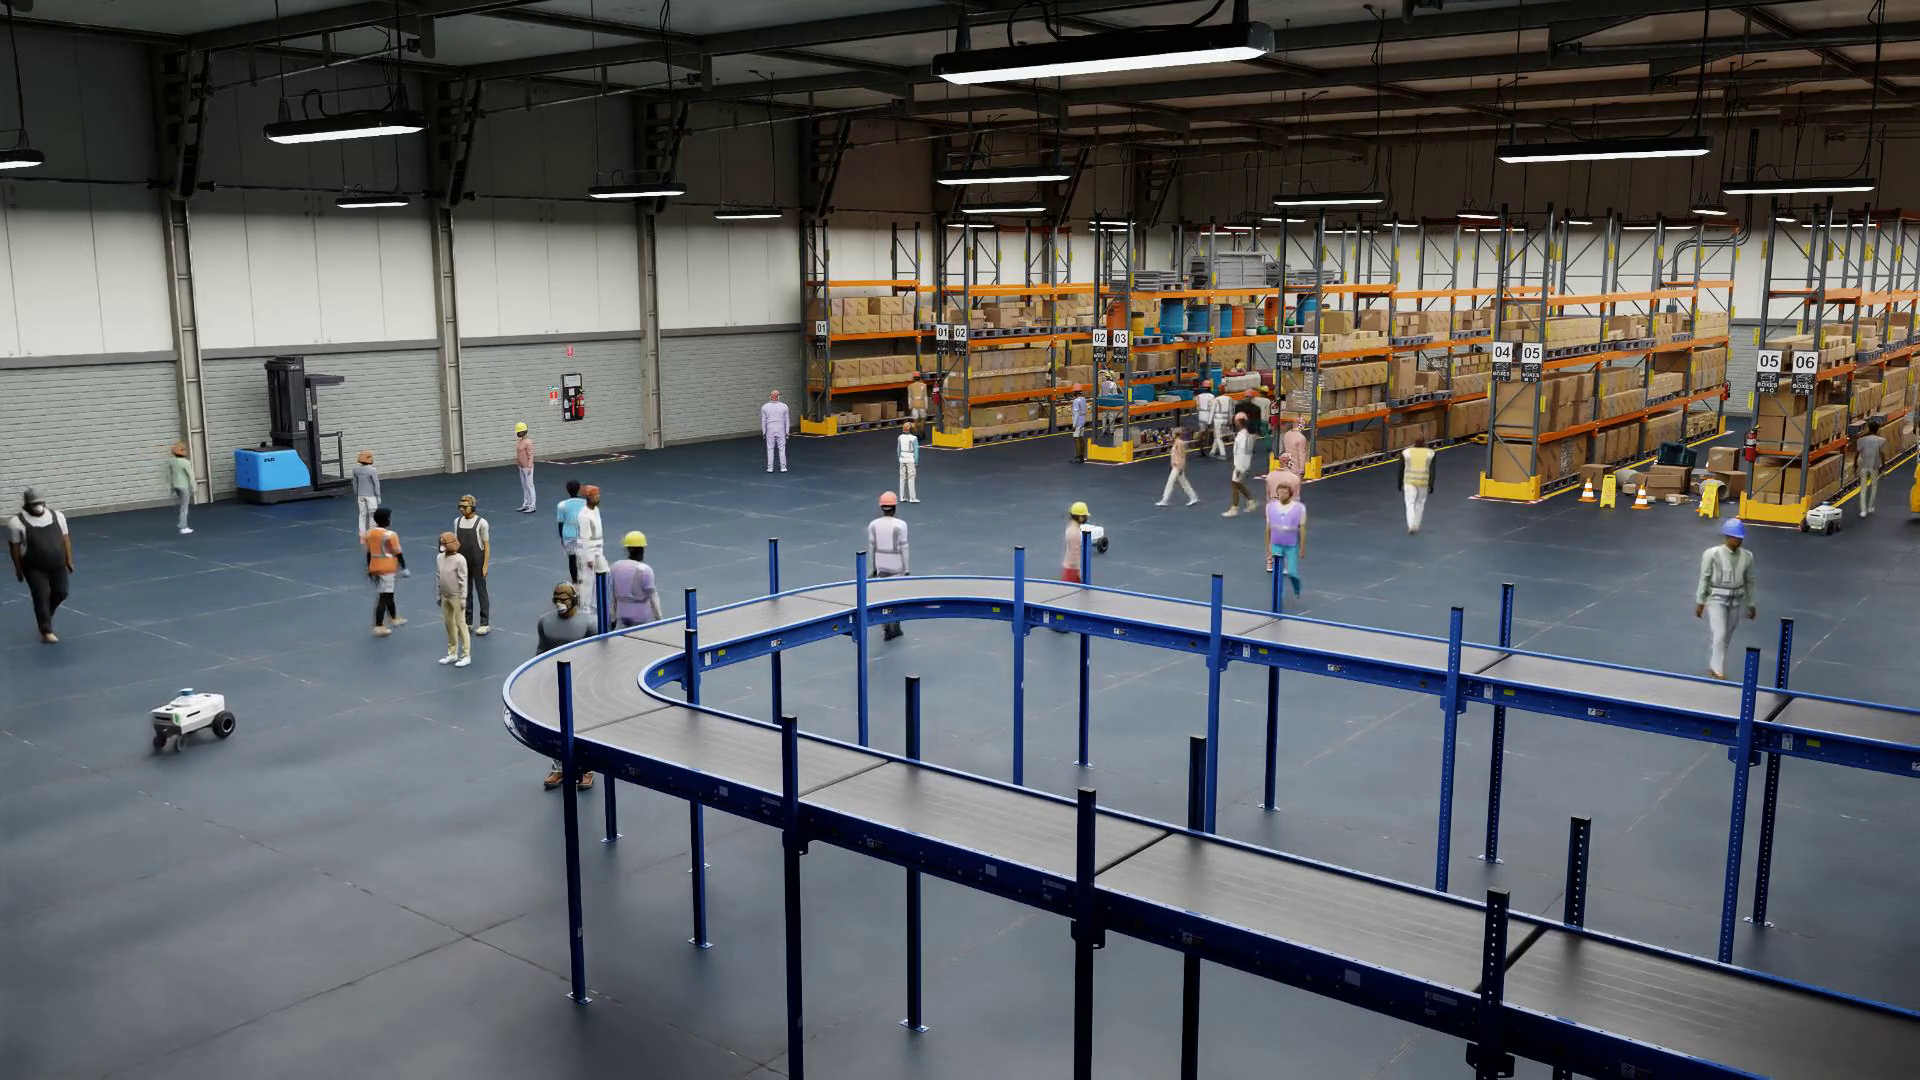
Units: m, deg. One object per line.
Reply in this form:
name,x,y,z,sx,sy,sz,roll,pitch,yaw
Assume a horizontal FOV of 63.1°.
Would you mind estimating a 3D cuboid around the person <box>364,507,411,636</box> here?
person,-7.486,0.394,20.555,0.550,1.669,0.767,6,12,31

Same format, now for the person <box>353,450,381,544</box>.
person,-10.232,-0.740,27.029,0.508,1.632,0.265,3,11,17

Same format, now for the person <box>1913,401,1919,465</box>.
person,23.291,-2.717,37.645,0.634,1.824,0.733,8,13,39

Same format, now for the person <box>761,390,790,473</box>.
person,-4.271,-2.515,36.255,0.651,1.906,0.409,-1,10,-7

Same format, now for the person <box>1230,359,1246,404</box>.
person,8.771,-4.821,49.491,0.535,1.821,1.003,5,11,28

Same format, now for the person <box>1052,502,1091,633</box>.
person,1.614,0.370,20.525,0.875,1.727,0.546,2,10,11

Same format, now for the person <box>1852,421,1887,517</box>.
person,17.473,-1.382,30.086,0.544,1.825,0.927,6,12,31

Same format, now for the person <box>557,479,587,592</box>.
person,-5.648,-0.056,22.995,0.547,1.686,0.478,-1,10,-8

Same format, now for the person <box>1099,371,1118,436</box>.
person,4.195,-3.830,43.886,0.586,1.825,0.403,9,13,40

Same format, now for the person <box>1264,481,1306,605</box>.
person,4.557,0.073,21.896,0.564,1.834,0.500,5,11,28

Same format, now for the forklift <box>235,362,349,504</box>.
forklift,-13.803,-2.244,32.110,1.129,2.768,1.873,8,13,37

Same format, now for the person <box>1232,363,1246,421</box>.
person,8.709,-4.584,48.248,0.893,1.795,0.596,-8,13,-39

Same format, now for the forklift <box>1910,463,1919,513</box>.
forklift,19.034,-1.348,28.998,2.313,2.155,1.214,8,13,37

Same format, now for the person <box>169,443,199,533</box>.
person,-13.975,-0.940,28.194,0.517,1.620,0.456,5,11,26

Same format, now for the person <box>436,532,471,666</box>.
person,-6.131,0.706,18.912,0.497,1.630,0.270,6,12,32

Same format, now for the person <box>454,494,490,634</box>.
person,-6.400,0.317,20.488,0.507,1.846,0.344,3,10,16

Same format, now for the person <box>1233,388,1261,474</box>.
person,6.594,-2.495,35.922,0.645,1.981,0.470,4,11,20

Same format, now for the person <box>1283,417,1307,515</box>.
person,6.481,-1.420,30.119,0.404,1.900,0.640,-4,11,-21

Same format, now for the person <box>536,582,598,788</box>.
person,-3.617,1.336,14.488,0.627,1.940,0.371,2,10,10

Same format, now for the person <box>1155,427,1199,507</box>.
person,4.367,-1.461,31.194,0.861,1.596,0.532,1,10,5

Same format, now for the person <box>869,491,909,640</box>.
person,-0.899,0.332,20.162,0.580,1.926,0.390,5,11,24

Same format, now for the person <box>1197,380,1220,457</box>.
person,6.247,-3.051,39.235,0.573,1.913,0.764,10,14,44

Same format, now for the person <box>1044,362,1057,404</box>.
person,2.740,-4.479,47.516,0.403,1.833,0.591,-8,13,-39

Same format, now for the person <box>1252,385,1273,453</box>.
person,7.714,-3.092,40.023,0.526,1.723,0.905,8,13,36

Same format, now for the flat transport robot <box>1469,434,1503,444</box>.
flat transport robot,14.573,-2.742,42.252,1.431,0.197,0.652,-1,10,-7

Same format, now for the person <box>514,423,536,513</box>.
person,-8.483,-1.412,30.469,0.327,1.760,0.524,-8,13,-39

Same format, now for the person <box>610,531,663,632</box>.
person,-3.605,0.830,17.512,0.611,1.871,0.984,7,12,34

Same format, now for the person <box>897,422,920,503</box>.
person,-1.054,-1.572,31.690,0.514,1.641,0.315,8,13,37

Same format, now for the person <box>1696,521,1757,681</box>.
person,8.831,0.738,17.907,0.640,1.917,0.774,-1,10,-7

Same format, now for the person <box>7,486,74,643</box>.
person,-11.881,0.288,20.222,0.746,2.000,0.692,8,13,36

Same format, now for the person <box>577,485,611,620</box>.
person,-4.908,0.185,21.165,0.624,1.863,0.619,1,10,5

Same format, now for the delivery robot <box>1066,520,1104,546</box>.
delivery robot,2.094,-0.088,26.242,0.477,0.478,0.707,9,14,40

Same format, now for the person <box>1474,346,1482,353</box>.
person,17.872,-5.716,54.100,0.367,1.967,0.604,1,10,7

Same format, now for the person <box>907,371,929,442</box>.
person,-1.126,-3.646,42.681,0.594,1.882,0.882,1,10,4

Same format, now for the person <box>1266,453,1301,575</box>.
person,5.077,-0.417,24.492,0.402,1.899,0.641,-7,12,-33

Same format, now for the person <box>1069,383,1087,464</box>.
person,2.849,-2.833,37.961,0.356,1.934,0.552,5,11,27

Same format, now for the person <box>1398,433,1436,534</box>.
person,8.218,-1.029,28.167,0.630,1.811,0.875,2,10,13

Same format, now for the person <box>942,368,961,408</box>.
person,-0.203,-3.986,44.526,0.634,1.920,0.767,5,11,28

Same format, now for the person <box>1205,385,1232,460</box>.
person,6.418,-2.931,38.818,0.618,1.834,0.799,-7,12,-34

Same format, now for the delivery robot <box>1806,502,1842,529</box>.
delivery robot,15.618,-0.446,28.269,0.707,0.478,0.477,-8,13,-37

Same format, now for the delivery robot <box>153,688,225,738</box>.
delivery robot,-7.833,1.751,15.893,0.477,0.478,0.707,3,11,16

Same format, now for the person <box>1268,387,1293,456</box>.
person,7.720,-2.698,37.366,0.602,1.881,0.971,8,13,37

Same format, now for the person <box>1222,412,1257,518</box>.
person,5.392,-1.444,29.930,0.571,2.009,0.696,2,10,13
